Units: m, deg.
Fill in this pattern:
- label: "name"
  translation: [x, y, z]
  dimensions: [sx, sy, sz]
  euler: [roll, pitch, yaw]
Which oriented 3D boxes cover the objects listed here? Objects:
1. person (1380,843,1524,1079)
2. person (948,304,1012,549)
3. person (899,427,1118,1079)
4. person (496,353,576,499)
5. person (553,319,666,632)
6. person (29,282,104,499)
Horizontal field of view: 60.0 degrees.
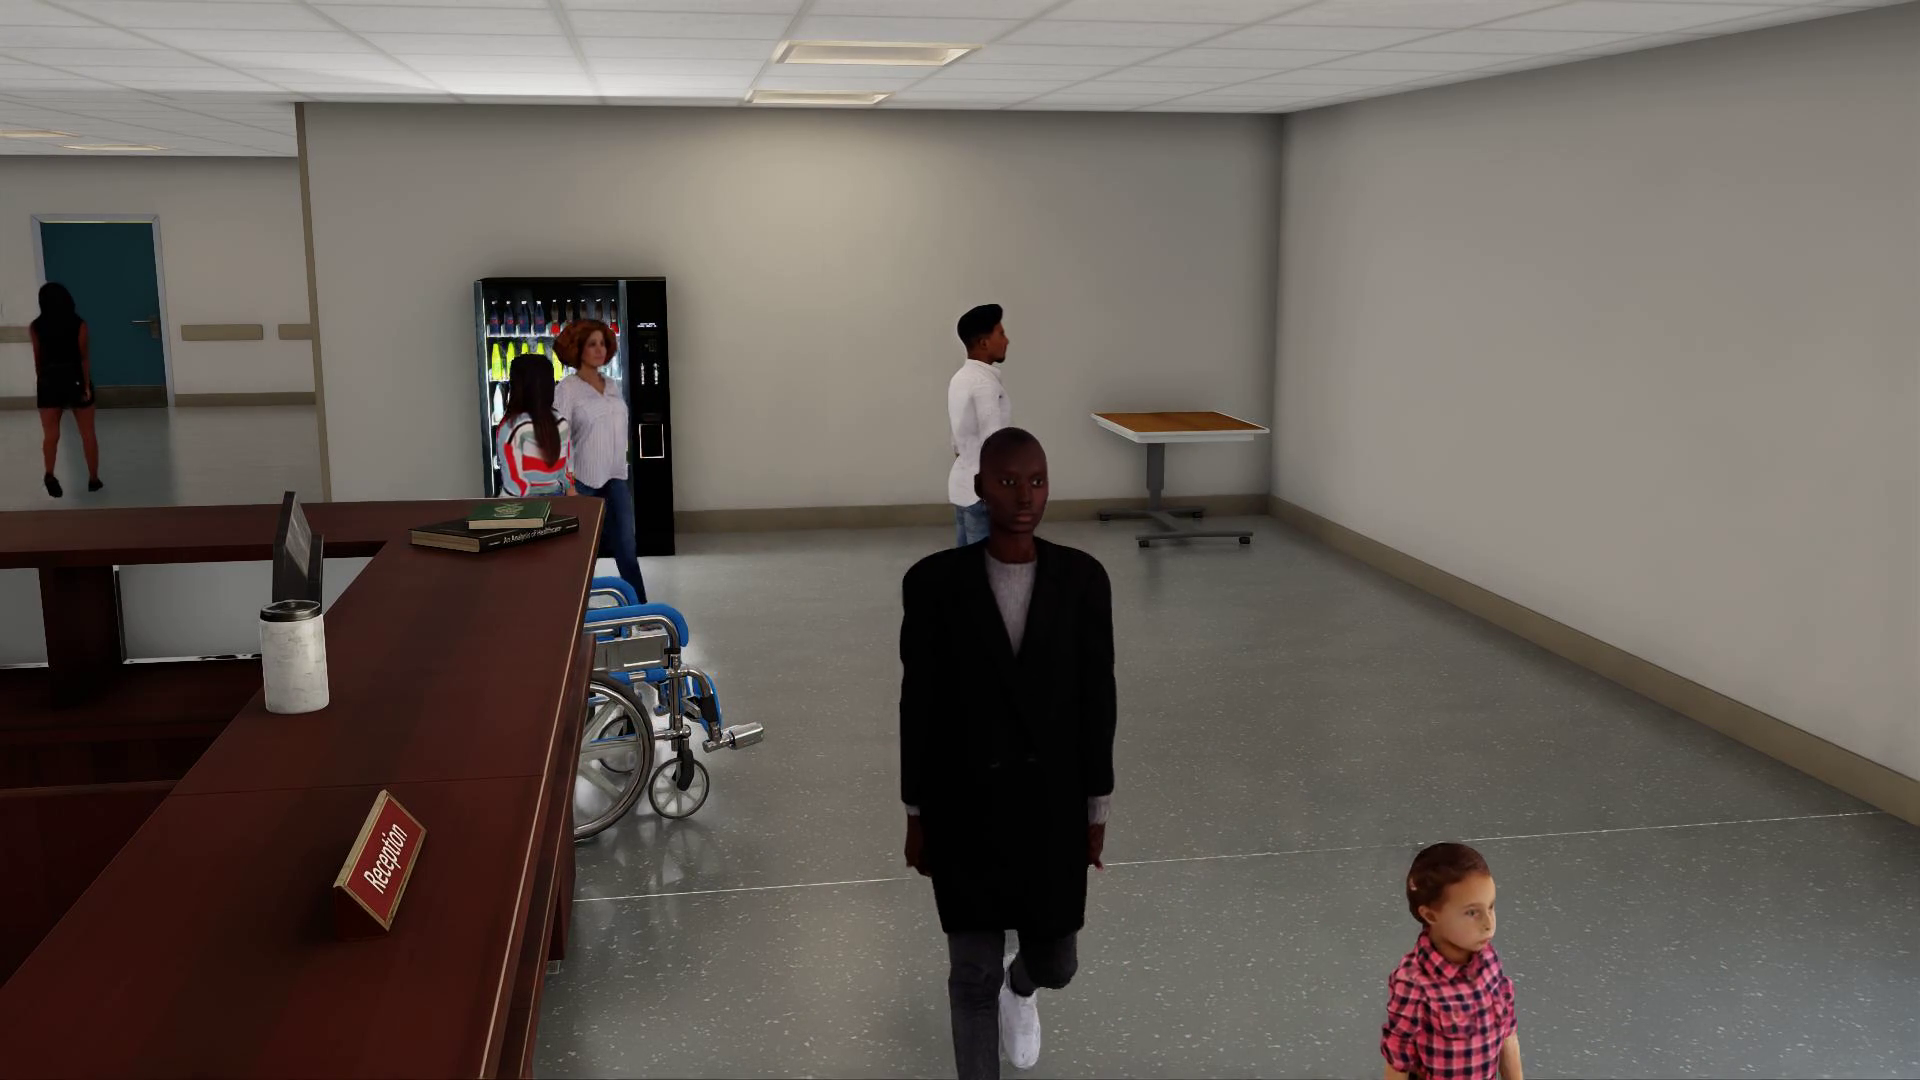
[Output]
- label: "person"
  translation: [0.946, 1.084, 3.334]
  dimensions: [0.741, 0.998, 0.651]
  euler: [-6, 12, -30]
- label: "person"
  translation: [0.097, -0.261, 8.235]
  dimensions: [0.600, 1.814, 0.665]
  euler: [-3, 11, -17]
- label: "person"
  translation: [0.091, 0.602, 3.872]
  dimensions: [0.883, 1.745, 0.748]
  euler: [-1, 11, -5]
- label: "person"
  translation: [-1.898, -0.041, 7.699]
  dimensions: [1.056, 1.582, 1.000]
  euler: [7, 13, 34]
- label: "person"
  translation: [-2.044, -0.318, 8.928]
  dimensions: [1.175, 1.668, 1.172]
  euler: [9, 14, 40]
- label: "person"
  translation: [-7.200, -1.171, 13.311]
  dimensions: [1.044, 1.711, 0.771]
  euler: [-3, 11, -15]
